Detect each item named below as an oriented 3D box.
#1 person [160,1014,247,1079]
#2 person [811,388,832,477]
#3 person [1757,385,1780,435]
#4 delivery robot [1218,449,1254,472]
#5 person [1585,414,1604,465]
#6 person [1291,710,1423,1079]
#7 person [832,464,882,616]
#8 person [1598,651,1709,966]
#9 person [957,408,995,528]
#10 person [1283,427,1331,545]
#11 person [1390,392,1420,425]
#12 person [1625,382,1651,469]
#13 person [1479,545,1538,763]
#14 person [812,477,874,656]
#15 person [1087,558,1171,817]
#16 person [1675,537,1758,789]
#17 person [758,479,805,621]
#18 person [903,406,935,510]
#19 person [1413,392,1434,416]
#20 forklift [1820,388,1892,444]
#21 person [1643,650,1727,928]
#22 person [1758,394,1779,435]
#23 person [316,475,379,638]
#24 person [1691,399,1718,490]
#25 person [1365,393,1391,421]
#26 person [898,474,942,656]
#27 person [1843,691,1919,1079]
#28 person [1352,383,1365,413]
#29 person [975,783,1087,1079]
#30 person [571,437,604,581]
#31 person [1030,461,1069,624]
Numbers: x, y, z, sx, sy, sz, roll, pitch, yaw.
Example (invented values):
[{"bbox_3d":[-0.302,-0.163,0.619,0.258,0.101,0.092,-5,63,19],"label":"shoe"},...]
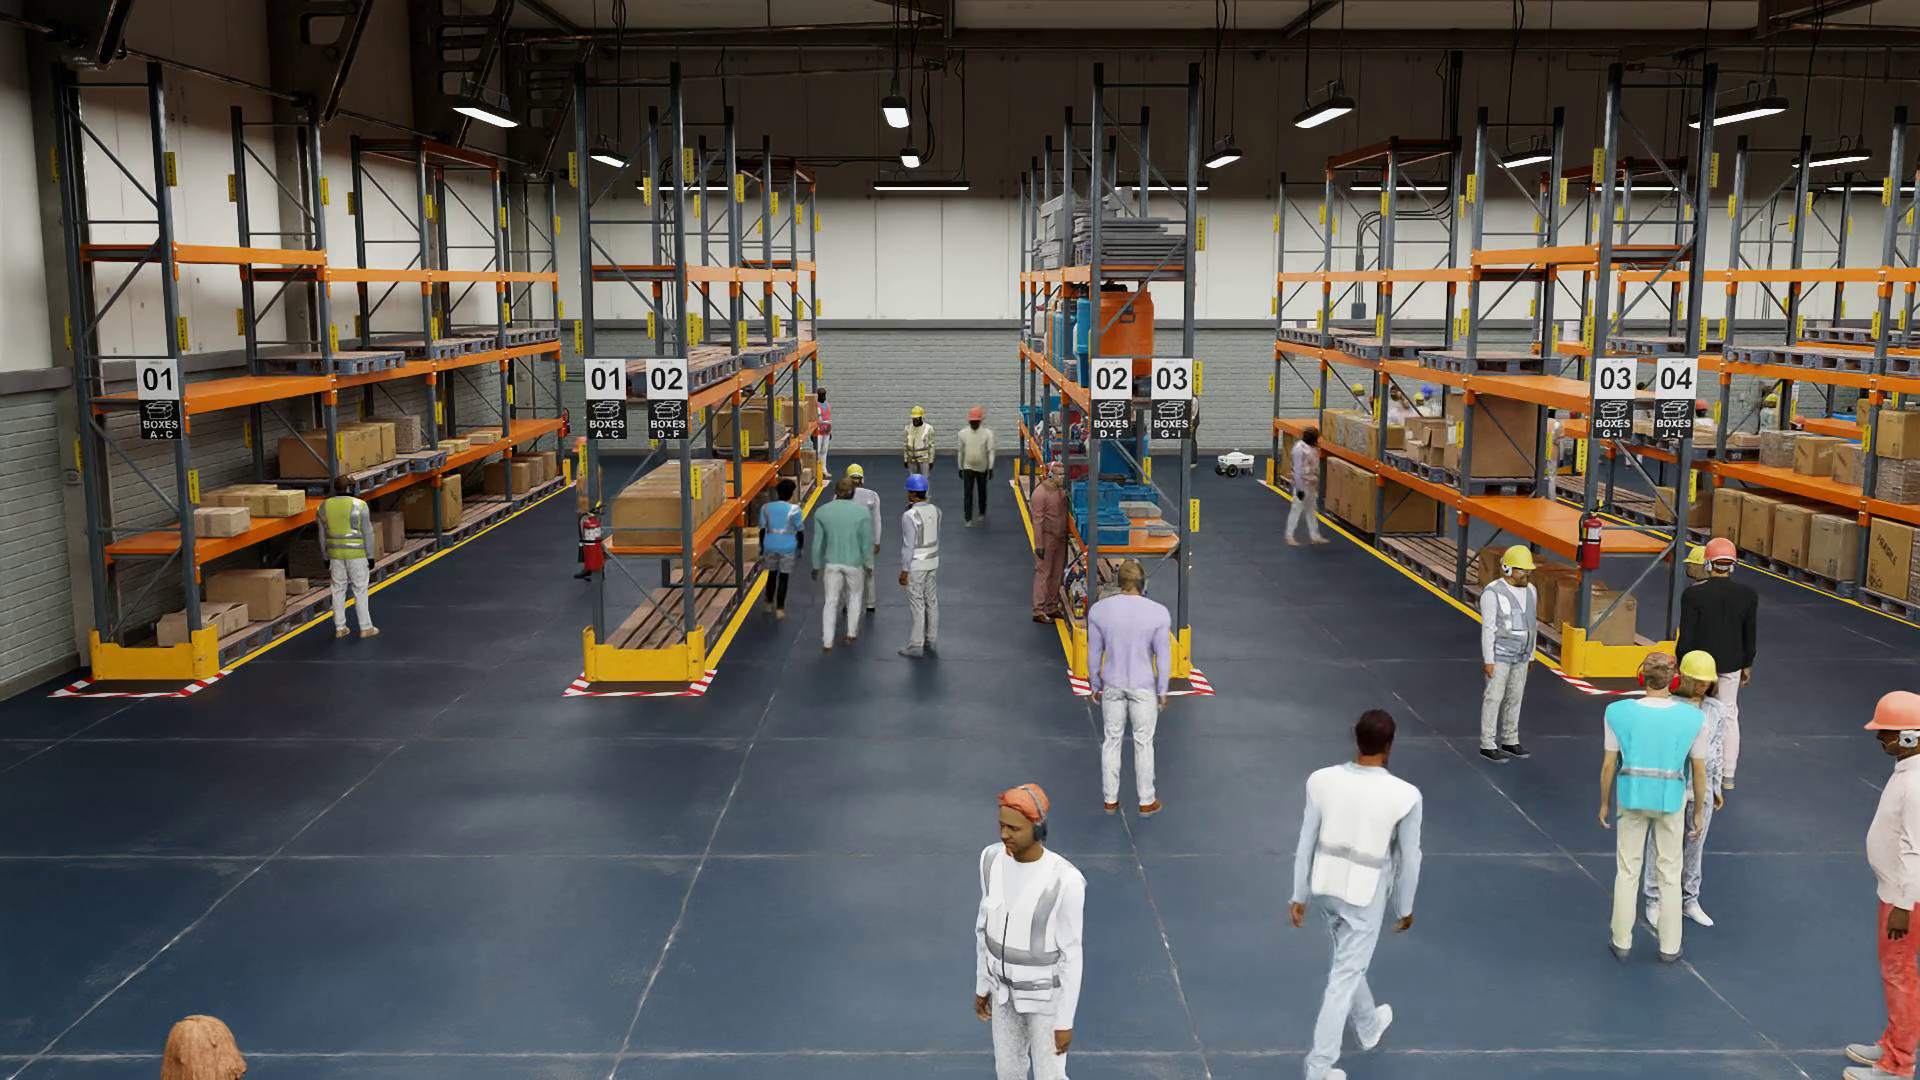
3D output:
[{"bbox_3d":[-2.410,2.341,5.438,0.295,1.627,0.499,8,12,41],"label":"person"},{"bbox_3d":[-2.815,-2.164,33.705,0.429,1.841,0.633,6,11,33],"label":"person"},{"bbox_3d":[17.089,-2.354,35.051,0.665,1.811,0.446,-4,10,-24],"label":"person"},{"bbox_3d":[5.654,-1.621,34.034,0.707,0.478,0.477,-4,9,-23],"label":"delivery robot"},{"bbox_3d":[13.785,-2.554,36.054,0.663,1.894,0.418,-6,11,-33],"label":"person"},{"bbox_3d":[2.003,1.773,8.330,0.584,1.851,0.968,8,12,42],"label":"person"},{"bbox_3d":[-1.230,0.000,19.836,0.586,1.826,0.403,-1,9,-9],"label":"person"},{"bbox_3d":[4.034,1.565,9.710,0.571,1.840,0.374,3,9,21],"label":"person"},{"bbox_3d":[0.265,-1.209,27.233,0.620,1.950,0.992,1,9,5],"label":"person"},{"bbox_3d":[5.258,-0.807,25.150,0.668,1.825,0.680,7,11,37],"label":"person"},{"bbox_3d":[8.531,-1.918,32.006,0.640,1.878,0.739,-3,9,-18],"label":"person"},{"bbox_3d":[14.412,-2.427,35.365,0.530,1.855,0.334,7,11,37],"label":"person"},{"bbox_3d":[4.568,0.941,13.807,0.585,1.824,0.404,-5,10,-27],"label":"person"},{"bbox_3d":[-1.251,0.263,17.940,0.687,1.886,0.866,1,9,7],"label":"person"},{"bbox_3d":[1.258,1.101,12.401,0.629,1.936,0.371,3,9,19],"label":"person"},{"bbox_3d":[5.907,0.970,13.052,0.626,1.992,0.387,0,9,-2],"label":"person"},{"bbox_3d":[-2.096,0.102,19.736,0.555,1.658,0.719,2,9,14],"label":"person"},{"bbox_3d":[-0.723,-1.418,28.979,0.598,1.824,0.403,4,10,25],"label":"person"},{"bbox_3d":[9.045,-2.003,32.811,0.601,1.797,0.449,-1,9,-6],"label":"person"},{"bbox_3d":[20.072,-3.110,36.462,1.873,2.768,1.129,0,9,0],"label":"forklift"},{"bbox_3d":[4.486,1.530,10.259,0.486,1.743,0.299,-1,9,-9],"label":"person"},{"bbox_3d":[16.300,-2.088,33.573,0.324,1.731,0.493,0,9,2],"label":"person"},{"bbox_3d":[-6.842,0.184,18.624,0.620,1.838,0.430,1,9,5],"label":"person"},{"bbox_3d":[13.028,-1.531,29.401,0.584,1.909,0.759,-1,9,-4],"label":"person"},{"bbox_3d":[7.731,-1.783,31.005,0.557,1.923,0.391,1,9,3],"label":"person"},{"bbox_3d":[-0.434,0.266,17.731,0.387,1.948,0.602,6,11,33],"label":"person"},{"bbox_3d":[4.655,1.725,8.251,0.411,1.980,0.629,4,10,25],"label":"person"},{"bbox_3d":[8.862,-2.627,37.040,0.323,1.736,0.491,4,10,26],"label":"person"},{"bbox_3d":[0.286,1.951,7.110,0.573,1.880,0.359,9,12,44],"label":"person"},{"bbox_3d":[-4.975,-0.411,22.172,0.392,1.929,0.551,-6,11,-35],"label":"person"},{"bbox_3d":[1.085,0.023,19.480,0.401,1.897,0.648,6,11,33],"label":"person"}]
